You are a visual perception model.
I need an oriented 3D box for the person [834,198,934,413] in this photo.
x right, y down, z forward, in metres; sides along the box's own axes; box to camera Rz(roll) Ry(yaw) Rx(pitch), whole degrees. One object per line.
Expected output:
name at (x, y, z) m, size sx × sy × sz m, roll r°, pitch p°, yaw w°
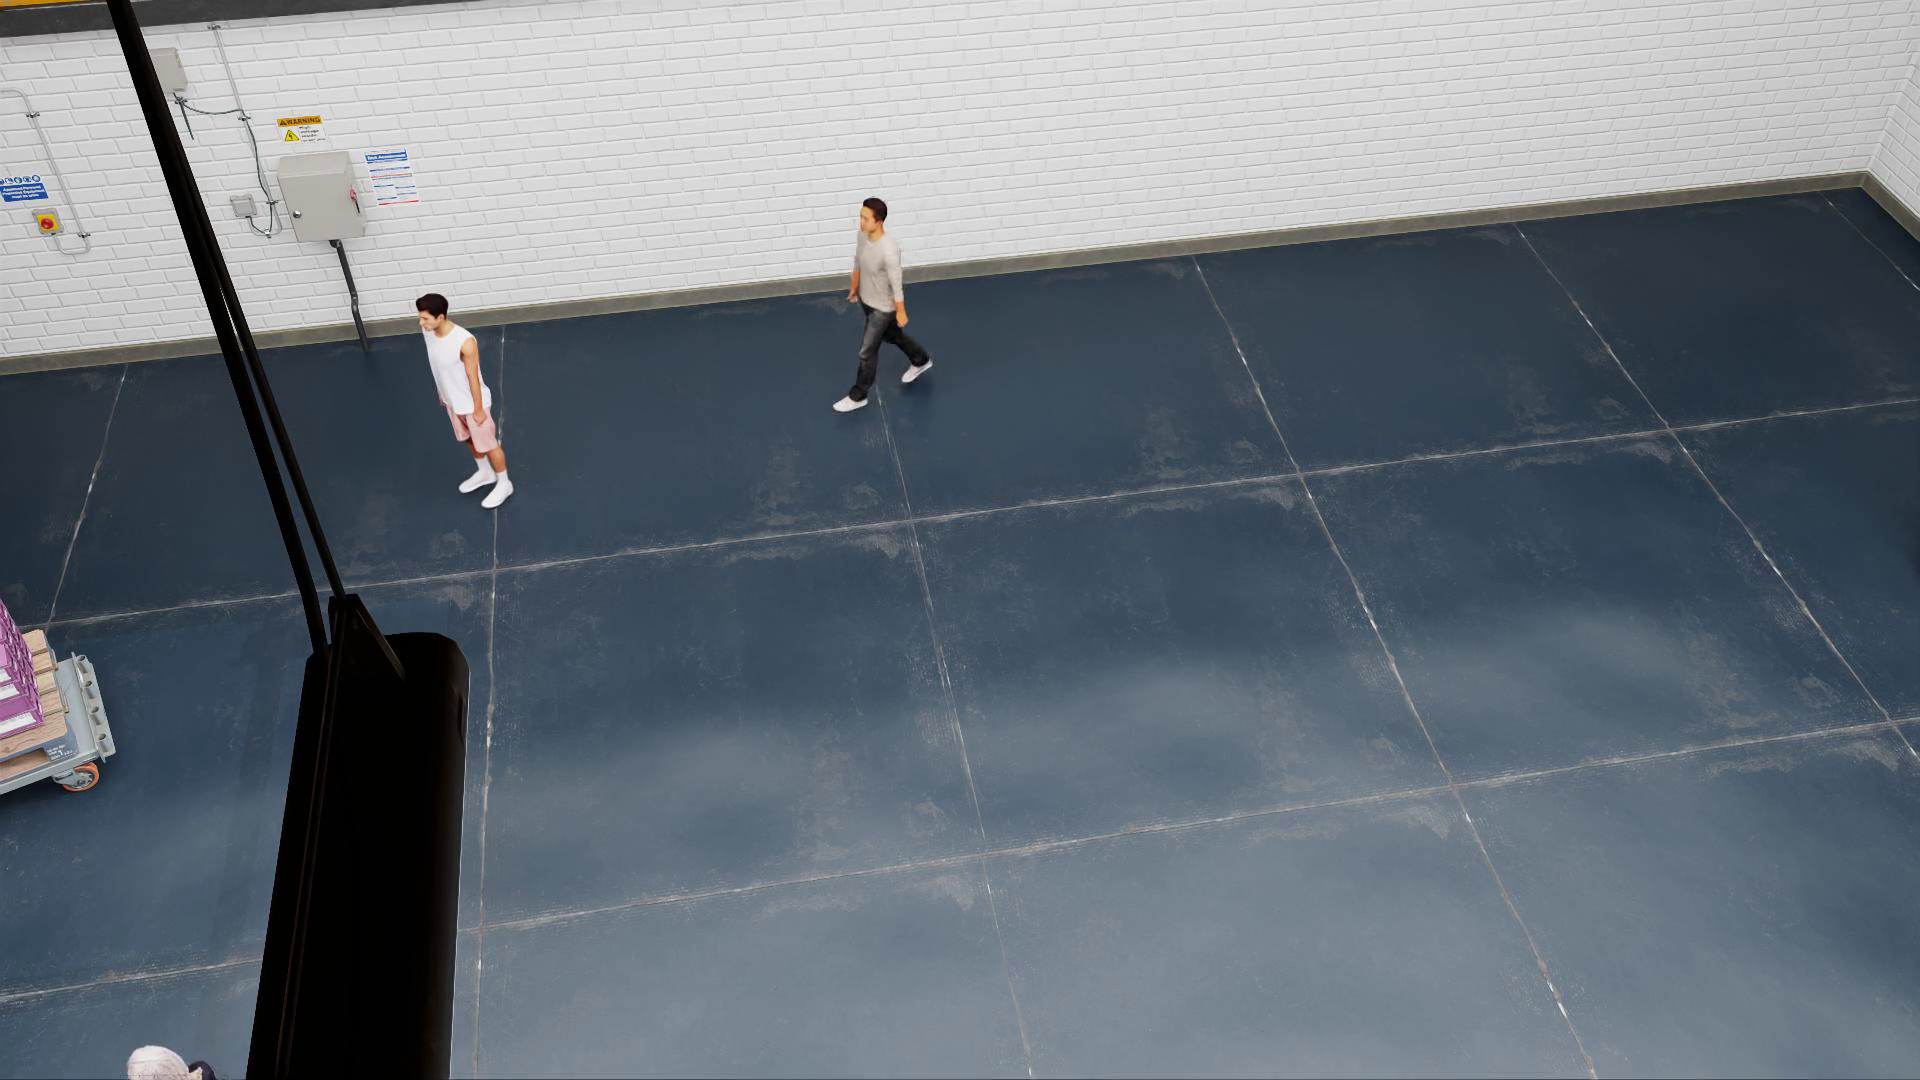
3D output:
person at (-0.522, -1.836, 12.655) m, size 1.018 × 1.768 × 1.186 m, roll -23°, pitch 48°, yaw -22°

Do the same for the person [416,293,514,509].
person at (-3.492, -1.022, 11.792) m, size 0.721 × 1.780 × 0.786 m, roll 27°, pitch 50°, yaw 26°
